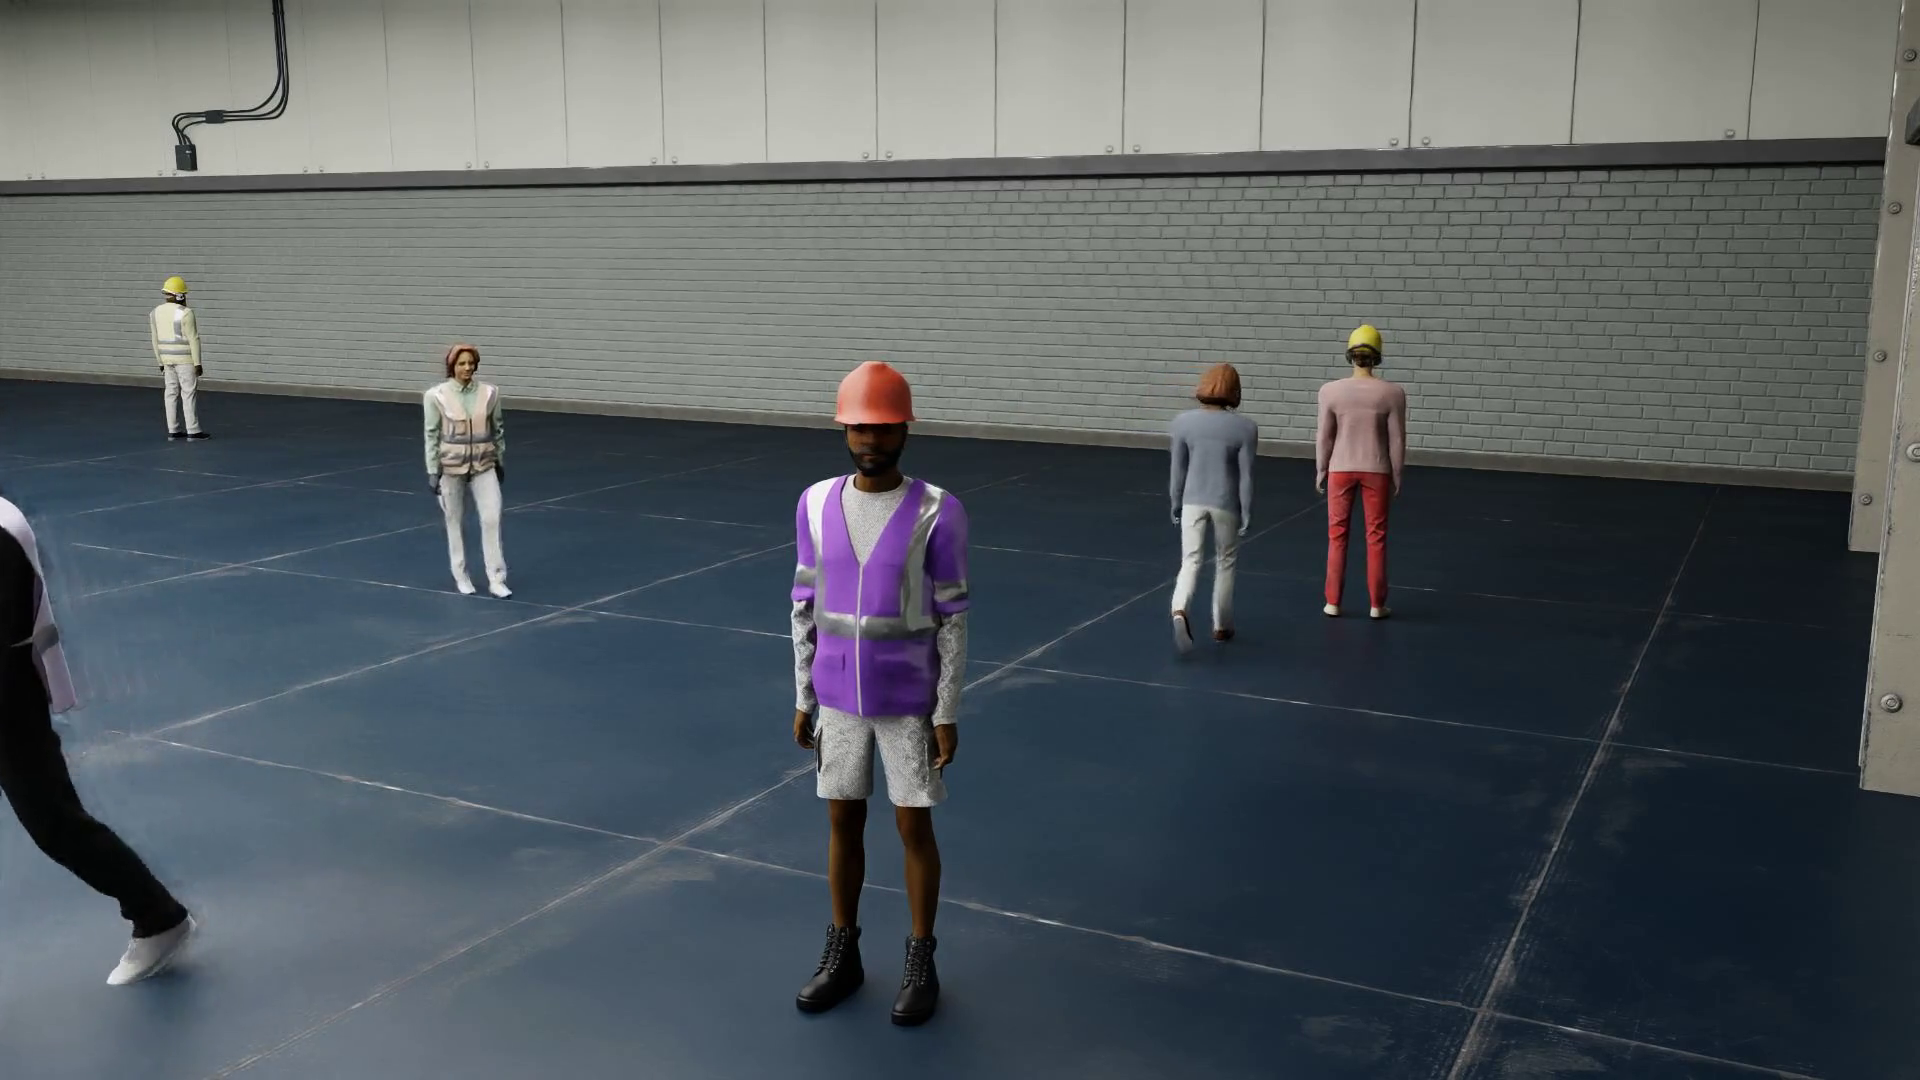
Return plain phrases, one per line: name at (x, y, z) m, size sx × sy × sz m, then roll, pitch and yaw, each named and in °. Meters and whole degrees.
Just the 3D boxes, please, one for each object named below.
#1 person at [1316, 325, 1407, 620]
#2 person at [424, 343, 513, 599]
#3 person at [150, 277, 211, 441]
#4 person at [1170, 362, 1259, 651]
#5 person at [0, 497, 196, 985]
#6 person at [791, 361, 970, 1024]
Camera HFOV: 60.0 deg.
person at (2.401, -0.400, 9.980) m, size 0.532 × 1.765 × 0.330 m, roll 3°, pitch 11°, yaw 16°
person at (-3.077, -0.420, 10.466) m, size 0.542 × 1.610 × 0.713 m, roll -7°, pitch 12°, yaw -32°
person at (-8.719, -2.017, 18.608) m, size 0.601 × 1.831 × 0.404 m, roll 4°, pitch 11°, yaw 19°
person at (1.371, -0.173, 9.196) m, size 0.503 × 1.609 × 0.704 m, roll 4°, pitch 11°, yaw 21°
person at (-2.784, 0.492, 4.836) m, size 0.586 × 1.878 × 1.001 m, roll 7°, pitch 13°, yaw 35°
person at (-0.246, 0.449, 4.867) m, size 0.546 × 1.942 × 0.348 m, roll 3°, pitch 11°, yaw 18°
